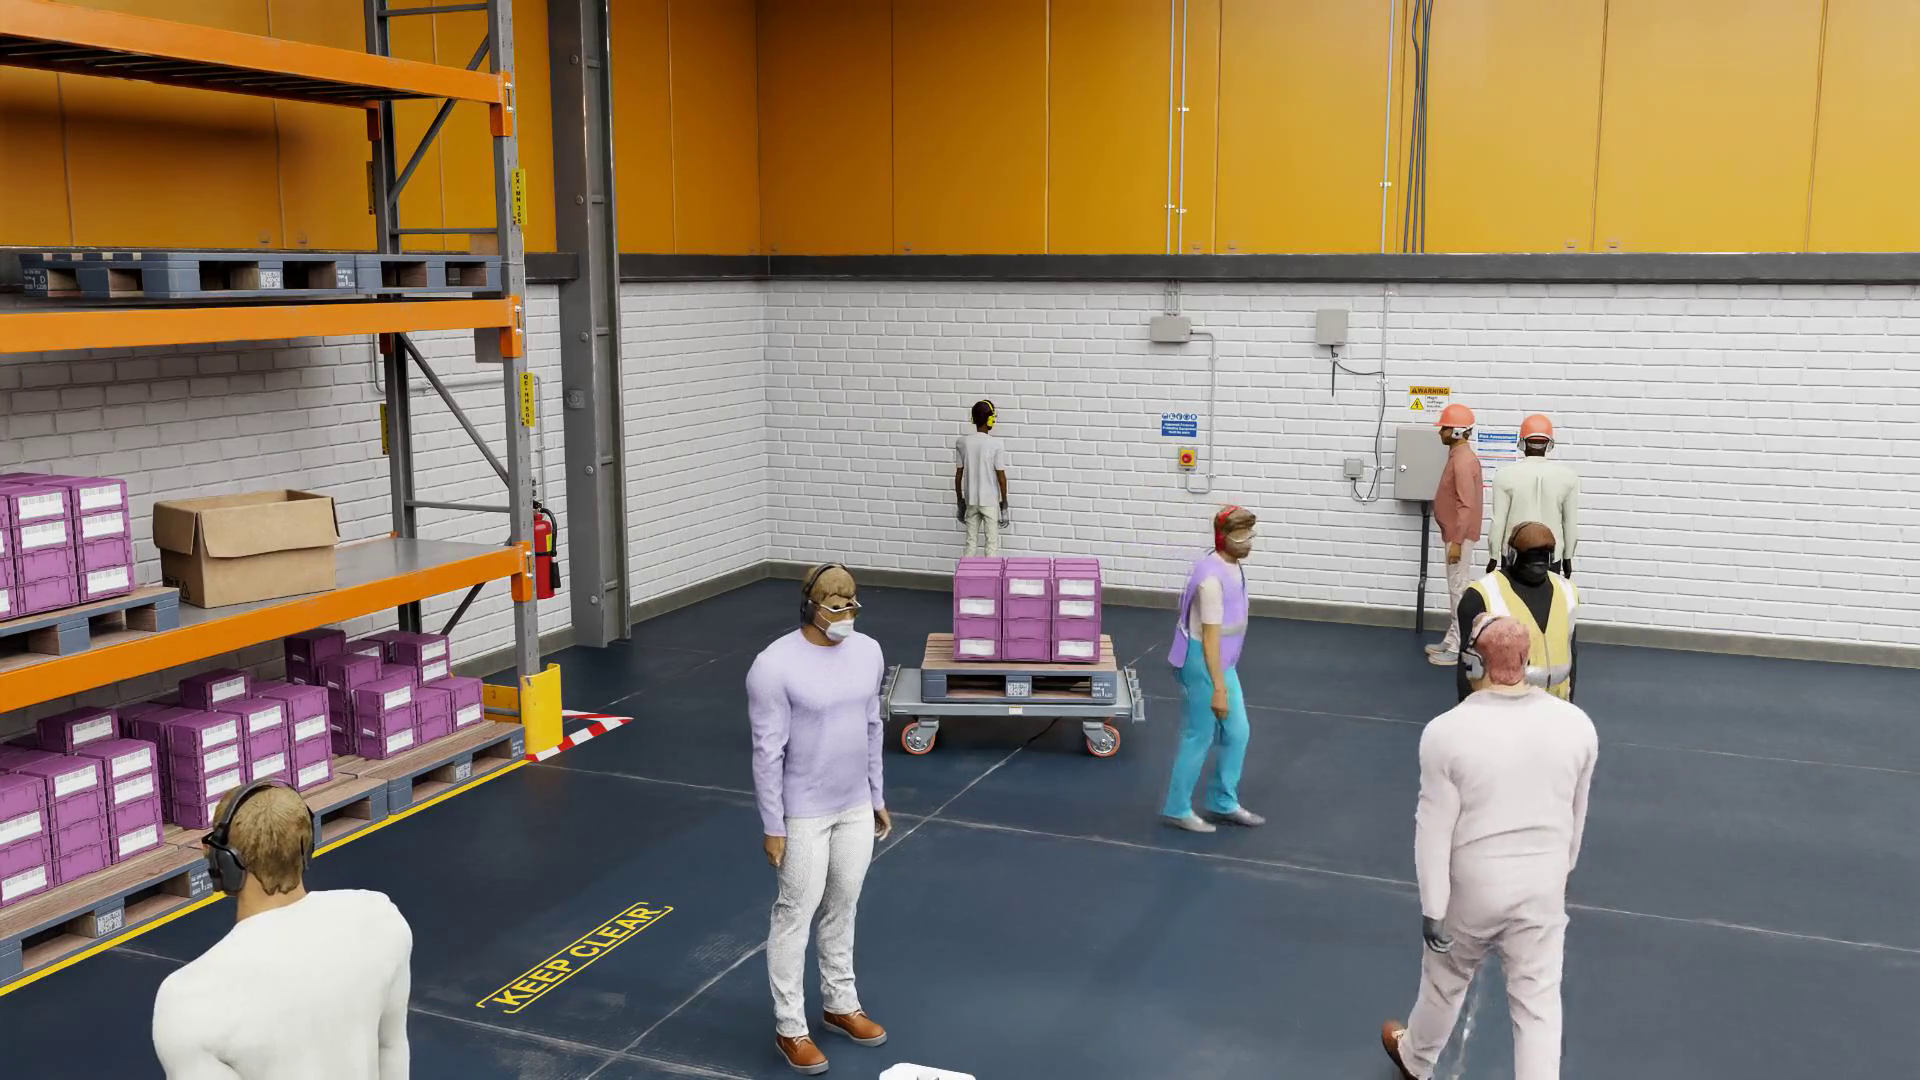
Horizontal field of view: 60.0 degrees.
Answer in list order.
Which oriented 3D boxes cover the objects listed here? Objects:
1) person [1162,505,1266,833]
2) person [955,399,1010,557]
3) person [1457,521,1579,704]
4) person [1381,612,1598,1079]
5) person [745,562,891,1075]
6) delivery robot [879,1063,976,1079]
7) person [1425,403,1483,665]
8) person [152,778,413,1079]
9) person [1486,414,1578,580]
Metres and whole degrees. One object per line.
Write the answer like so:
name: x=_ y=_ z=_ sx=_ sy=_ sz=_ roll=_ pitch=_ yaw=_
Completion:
person: x=1.363 y=0.699 z=8.769 sx=0.633 sy=1.800 sz=0.596 roll=4 pitch=10 yaw=24
person: x=0.205 y=-0.296 z=14.597 sx=0.531 sy=1.871 sz=0.322 roll=5 pitch=11 yaw=28
person: x=2.673 y=0.817 z=7.941 sx=0.633 sy=1.839 sz=0.429 roll=-2 pitch=10 yaw=-14
person: x=1.839 y=1.162 z=5.778 sx=0.659 sy=1.854 sz=0.975 roll=-1 pitch=9 yaw=-6
person: x=-0.515 y=1.033 z=6.351 sx=0.373 sy=1.935 sz=0.628 roll=9 pitch=13 yaw=43
delivery robot: x=-0.198 y=1.876 z=5.122 sx=0.477 sy=0.478 sz=0.707 roll=4 pitch=10 yaw=21
person: x=3.771 y=-0.042 z=12.674 sx=0.391 sy=1.995 sz=0.613 roll=3 pitch=10 yaw=15
person: x=-1.476 y=1.468 z=3.694 sx=0.374 sy=1.941 sz=0.627 roll=5 pitch=11 yaw=28
person: x=4.042 y=0.103 z=11.793 sx=0.617 sy=1.993 sz=0.396 roll=1 pitch=9 yaw=3
